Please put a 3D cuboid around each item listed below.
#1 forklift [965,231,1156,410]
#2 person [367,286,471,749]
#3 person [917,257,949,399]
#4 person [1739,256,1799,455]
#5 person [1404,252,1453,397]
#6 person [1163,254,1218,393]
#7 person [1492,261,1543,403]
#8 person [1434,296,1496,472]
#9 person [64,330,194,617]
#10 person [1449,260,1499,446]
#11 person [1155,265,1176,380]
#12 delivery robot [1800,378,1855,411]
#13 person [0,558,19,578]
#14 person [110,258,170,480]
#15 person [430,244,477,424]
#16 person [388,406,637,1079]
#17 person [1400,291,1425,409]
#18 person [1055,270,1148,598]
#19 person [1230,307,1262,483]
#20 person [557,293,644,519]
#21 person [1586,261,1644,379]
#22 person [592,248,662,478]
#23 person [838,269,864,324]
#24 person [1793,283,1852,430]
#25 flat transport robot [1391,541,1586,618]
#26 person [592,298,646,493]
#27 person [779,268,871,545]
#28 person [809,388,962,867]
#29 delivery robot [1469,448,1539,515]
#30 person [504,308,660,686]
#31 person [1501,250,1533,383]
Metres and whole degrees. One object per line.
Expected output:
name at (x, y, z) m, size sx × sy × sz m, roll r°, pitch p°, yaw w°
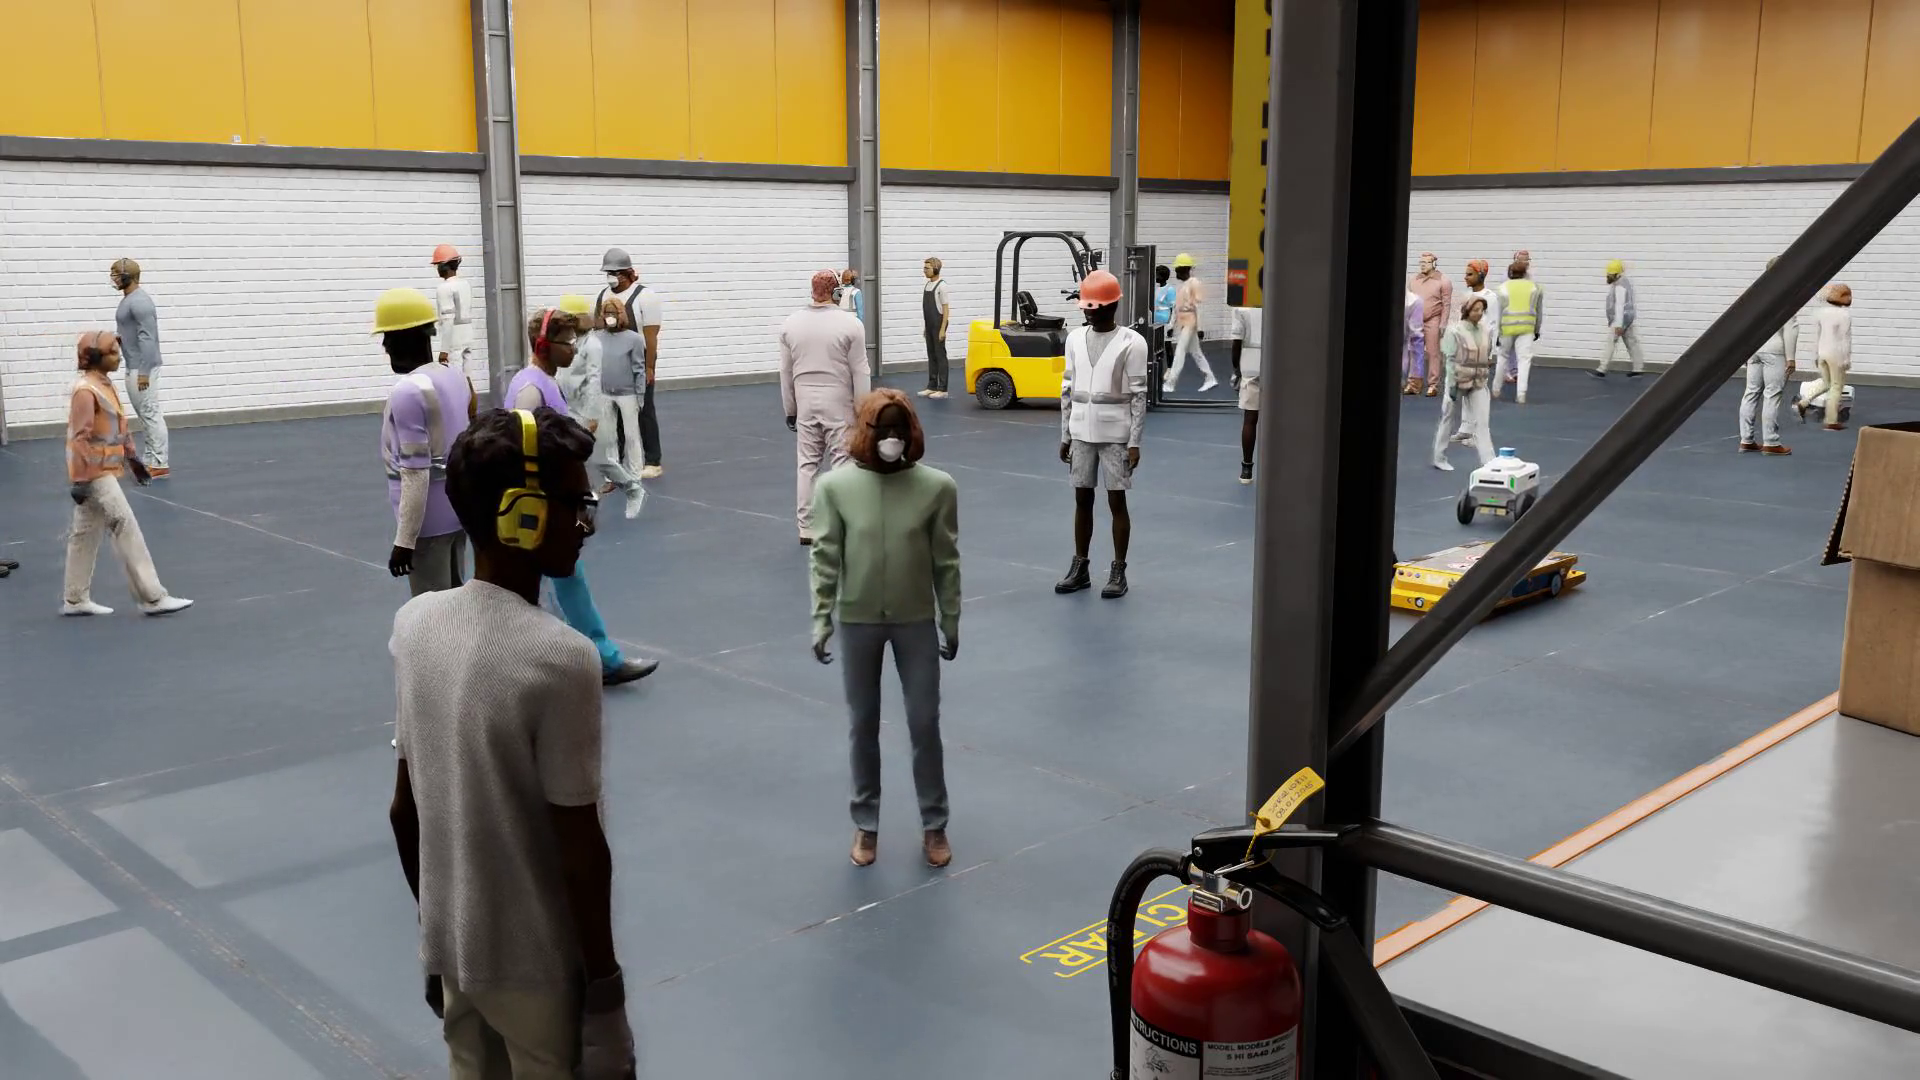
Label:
forklift at (1.222, -2.721, 20.561) m, size 2.313 × 2.155 × 1.214 m, roll 2°, pitch 11°, yaw 13°
person at (-2.222, -0.085, 6.924) m, size 0.378 × 1.924 × 0.585 m, roll 1°, pitch 10°, yaw 3°
person at (-0.328, -2.776, 21.817) m, size 0.347 × 1.846 × 0.505 m, roll -6°, pitch 12°, yaw -30°
person at (7.879, -1.791, 16.207) m, size 0.370 × 1.934 × 0.627 m, roll -4°, pitch 11°, yaw -22°
person at (6.173, -2.858, 22.089) m, size 0.638 × 1.911 × 0.406 m, roll 10°, pitch 14°, yaw 44°
person at (3.118, -2.938, 22.617) m, size 0.969 × 1.888 × 0.604 m, roll -2°, pitch 11°, yaw -13°
person at (7.181, -2.689, 21.493) m, size 0.645 × 1.788 × 0.970 m, roll 2°, pitch 11°, yaw 9°
person at (4.529, -1.367, 14.804) m, size 0.537 × 1.589 × 0.859 m, roll -4°, pitch 11°, yaw -19°
person at (-4.693, -0.358, 9.279) m, size 0.774 × 1.604 × 0.527 m, roll -4°, pitch 11°, yaw -19°
person at (5.241, -1.902, 16.943) m, size 0.341 × 1.882 × 0.587 m, roll -3°, pitch 11°, yaw -14°
person at (2.995, -3.204, 24.547) m, size 0.321 × 1.699 × 0.535 m, roll -5°, pitch 12°, yaw -26°
delivery robot at (10.017, -1.700, 19.213) m, size 0.477 × 0.478 × 0.707 m, roll 1°, pitch 10°, yaw 3°
person at (-6.143, -0.719, 10.376) m, size 0.380 × 1.929 × 0.540 m, roll -4°, pitch 11°, yaw -19°
person at (-7.176, -1.490, 14.553) m, size 0.369 × 1.936 × 0.630 m, roll -7°, pitch 12°, yaw -33°
person at (-5.223, -2.013, 17.117) m, size 0.393 × 2.039 × 0.613 m, roll 1°, pitch 10°, yaw 7°
person at (-0.726, 0.709, 2.767) m, size 0.513 × 1.864 × 0.331 m, roll 8°, pitch 13°, yaw 37°
person at (3.586, -1.425, 13.989) m, size 0.644 × 2.009 × 0.908 m, roll 1°, pitch 10°, yaw 7°
person at (0.824, -0.618, 9.821) m, size 0.543 × 1.928 × 0.371 m, roll 6°, pitch 12°, yaw 30°
person at (2.627, -1.455, 14.277) m, size 0.613 × 1.964 × 0.361 m, roll 2°, pitch 11°, yaw 13°
person at (-2.707, -0.948, 12.184) m, size 0.487 × 1.719 × 0.757 m, roll 9°, pitch 13°, yaw 39°
person at (9.832, -3.261, 24.737) m, size 0.811 × 1.763 × 0.649 m, roll 4°, pitch 11°, yaw 22°
person at (-2.971, -1.557, 14.636) m, size 0.688 × 2.000 × 0.538 m, roll 4°, pitch 11°, yaw 21°
person at (-1.607, -3.112, 24.210) m, size 0.524 × 1.639 × 0.308 m, roll 9°, pitch 13°, yaw 39°
person at (9.499, -1.997, 18.184) m, size 0.512 × 1.619 × 0.505 m, roll -1°, pitch 10°, yaw -8°
flat transport robot at (3.069, 0.216, 9.794) m, size 0.652 × 0.197 × 1.431 m, roll 10°, pitch 14°, yaw 43°
person at (-2.829, -1.182, 13.731) m, size 0.501 × 1.628 × 0.286 m, roll 2°, pitch 11°, yaw 12°
person at (-0.904, -0.903, 11.438) m, size 0.651 × 1.906 × 0.402 m, roll 4°, pitch 11°, yaw 20°
person at (-0.246, 0.299, 5.645) m, size 0.512 × 1.633 × 0.339 m, roll -1°, pitch 10°, yaw -4°
delivery robot at (4.049, -0.442, 12.354) m, size 0.477 × 0.478 × 0.707 m, roll 7°, pitch 12°, yaw 33°
person at (-1.876, -0.174, 7.753) m, size 0.932 × 1.785 × 0.713 m, roll -2°, pitch 11°, yaw -12°
person at (8.144, -3.251, 24.247) m, size 0.638 × 1.906 × 0.408 m, roll -9°, pitch 14°, yaw -41°
